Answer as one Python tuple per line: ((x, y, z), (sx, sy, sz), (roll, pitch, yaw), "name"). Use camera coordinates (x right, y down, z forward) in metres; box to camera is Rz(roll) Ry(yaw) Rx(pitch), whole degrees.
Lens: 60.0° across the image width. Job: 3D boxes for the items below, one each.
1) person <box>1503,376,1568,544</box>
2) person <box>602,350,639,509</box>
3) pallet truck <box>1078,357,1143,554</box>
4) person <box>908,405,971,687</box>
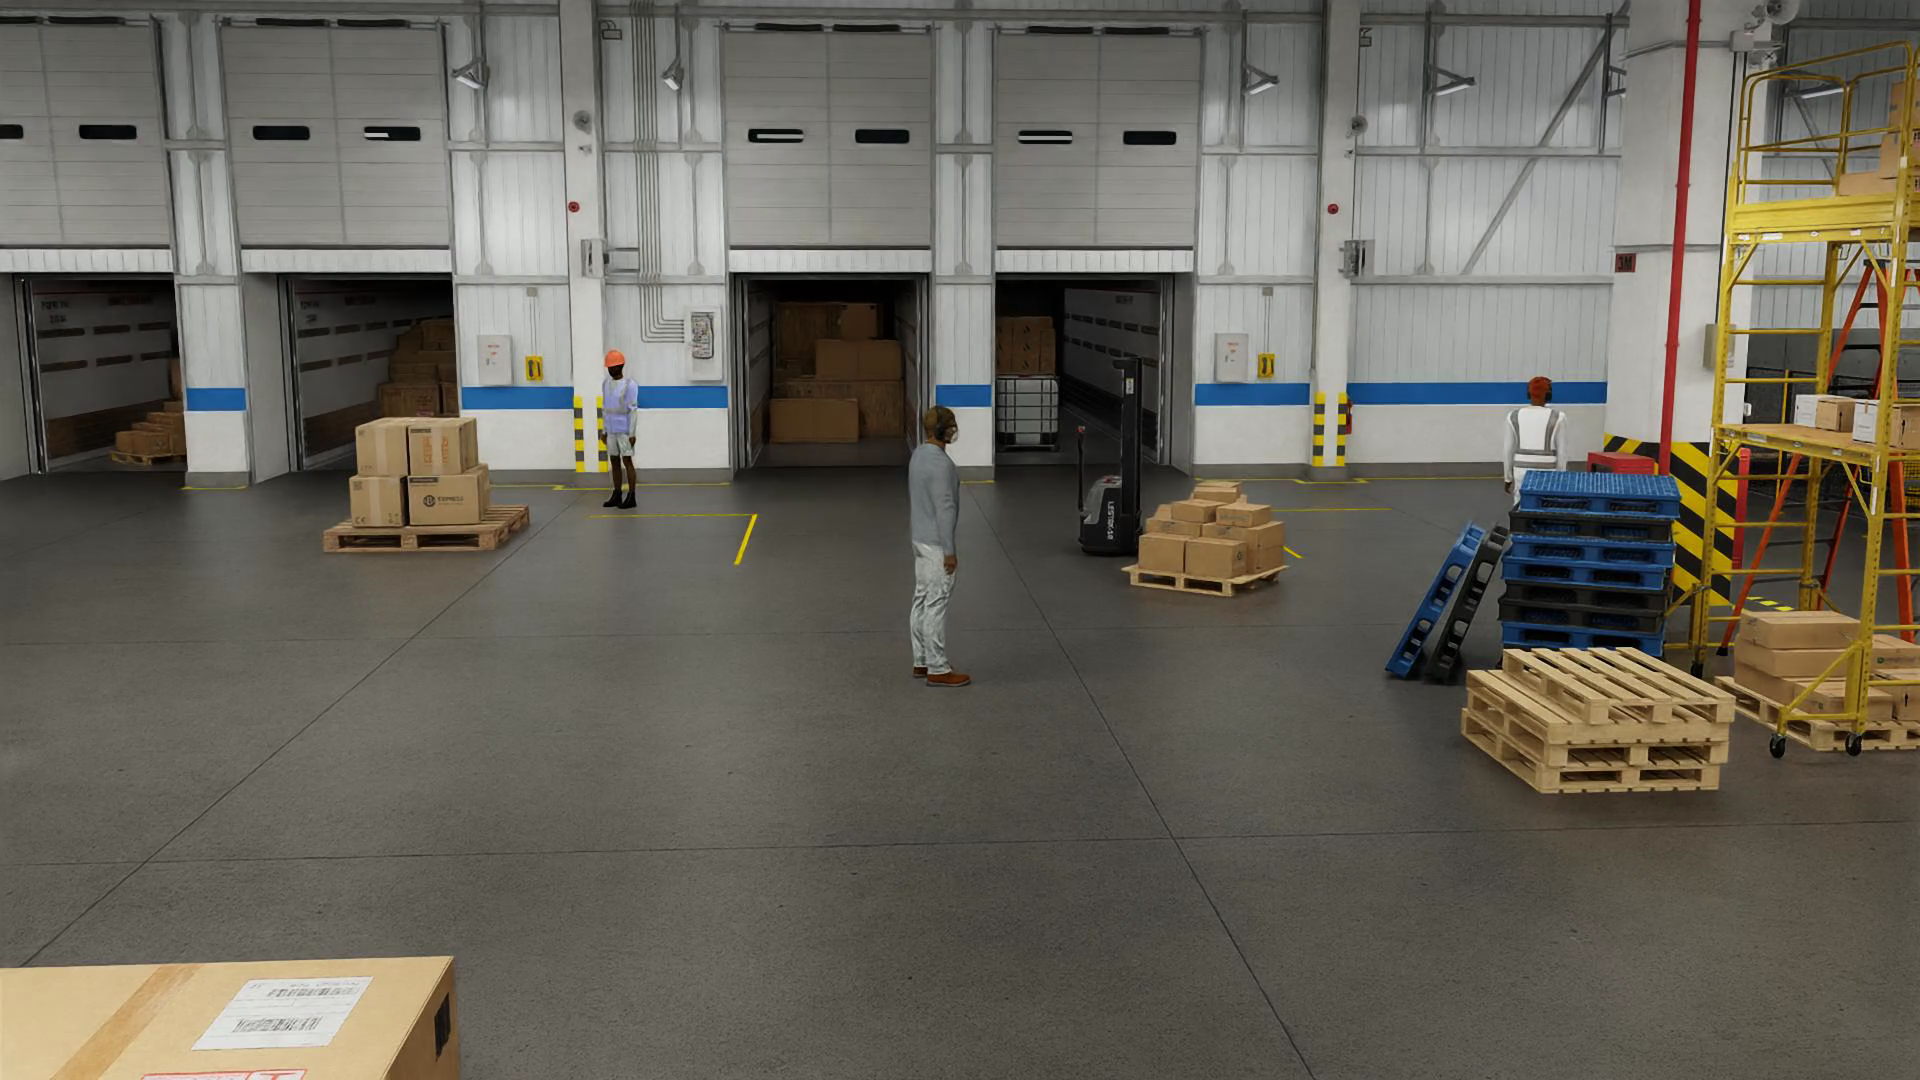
((5.360, -0.579, 15.509), (0.575, 1.883, 0.362), (7, 11, 36), "person")
((-4.139, -1.338, 20.139), (0.543, 1.929, 0.386), (6, 11, 33), "person")
((2.088, -0.836, 16.757), (1.885, 1.965, 0.823), (2, 9, 13), "pallet truck")
((-0.161, 0.038, 11.456), (0.371, 1.941, 0.627), (-3, 10, -19), "person")
